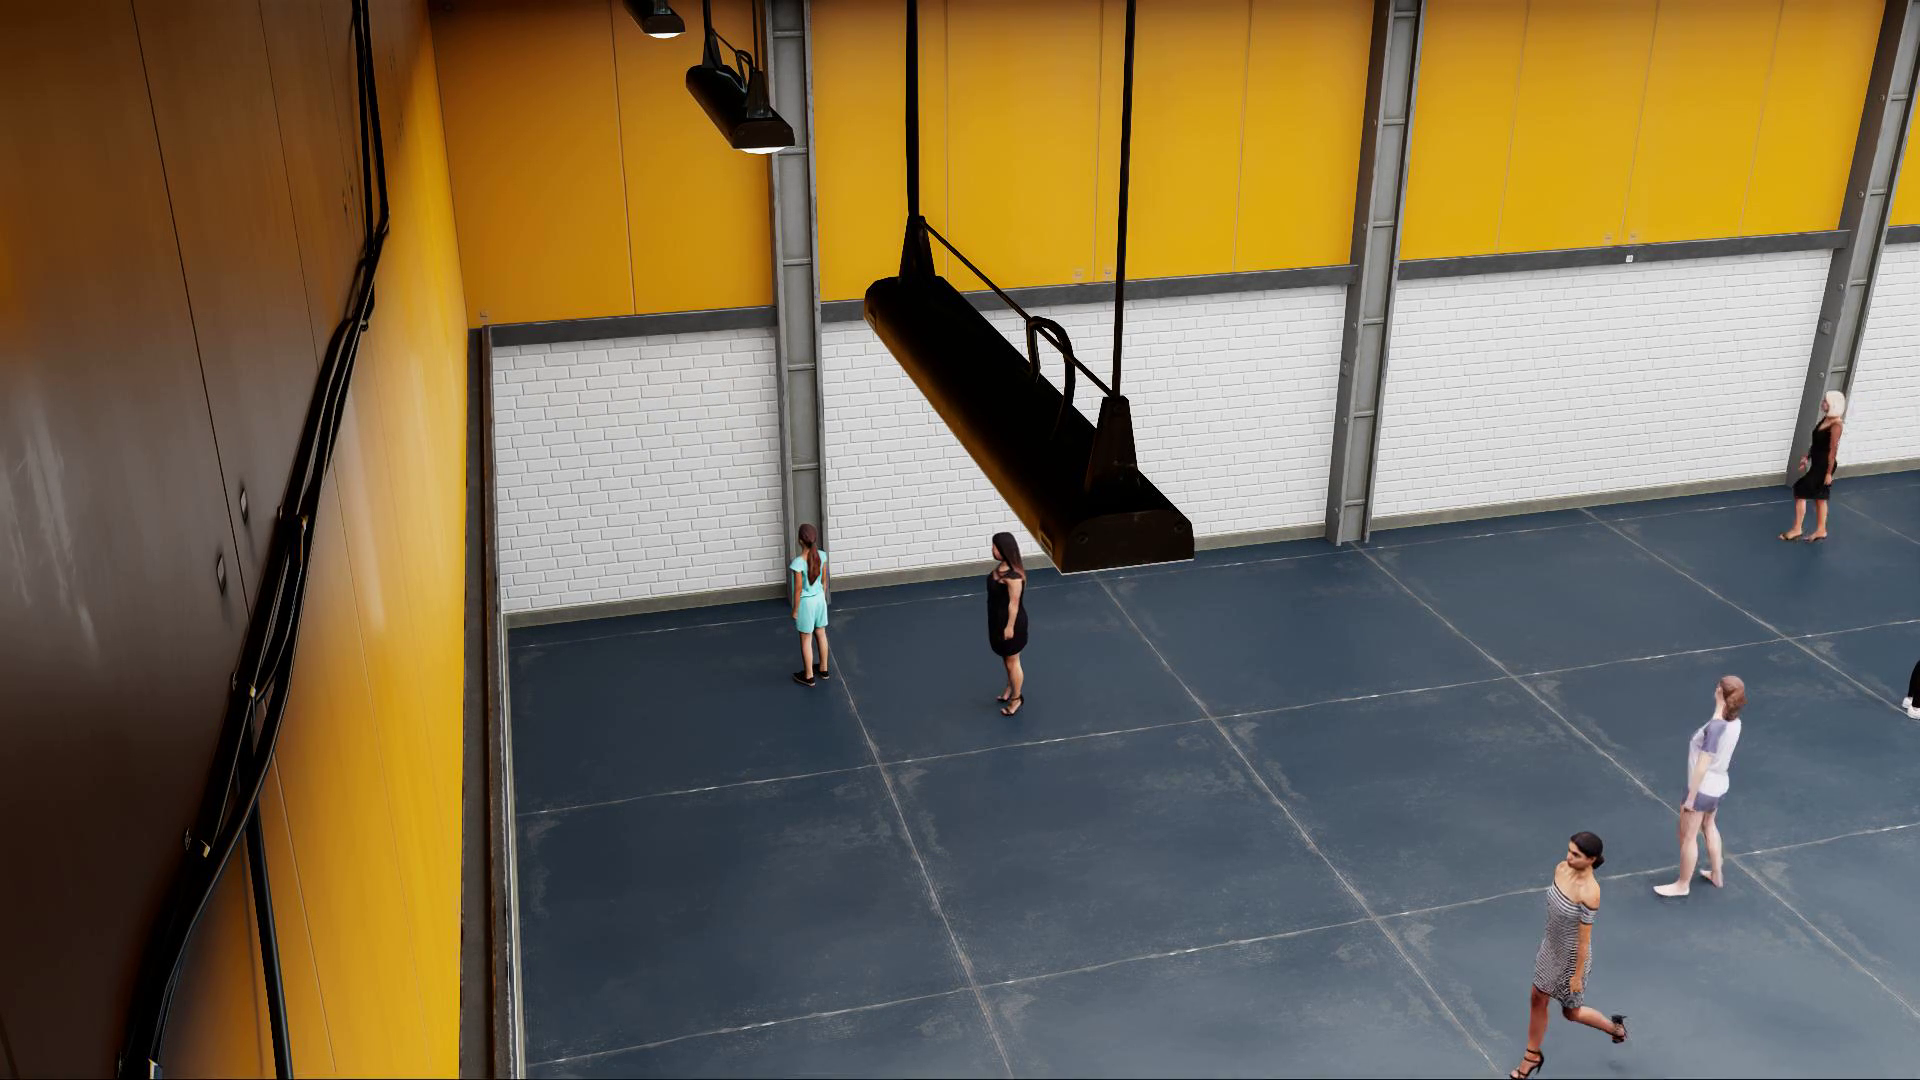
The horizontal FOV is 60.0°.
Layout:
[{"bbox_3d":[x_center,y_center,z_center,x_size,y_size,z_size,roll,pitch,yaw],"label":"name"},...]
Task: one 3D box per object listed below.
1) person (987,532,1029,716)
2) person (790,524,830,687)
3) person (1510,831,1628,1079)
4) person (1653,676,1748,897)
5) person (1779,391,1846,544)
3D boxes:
[{"bbox_3d":[0.433,0.719,14.497,0.666,1.715,0.710,-1,24,-3],"label":"person"},{"bbox_3d":[-1.355,0.568,15.037,0.613,1.558,0.700,-21,31,-39],"label":"person"},{"bbox_3d":[3.797,2.559,10.184,0.993,1.798,0.623,-5,24,-11],"label":"person"},{"bbox_3d":[5.357,1.805,11.974,0.853,1.745,0.731,13,27,28],"label":"person"},{"bbox_3d":[9.339,-0.759,17.861,0.853,1.728,0.787,10,25,21],"label":"person"}]
